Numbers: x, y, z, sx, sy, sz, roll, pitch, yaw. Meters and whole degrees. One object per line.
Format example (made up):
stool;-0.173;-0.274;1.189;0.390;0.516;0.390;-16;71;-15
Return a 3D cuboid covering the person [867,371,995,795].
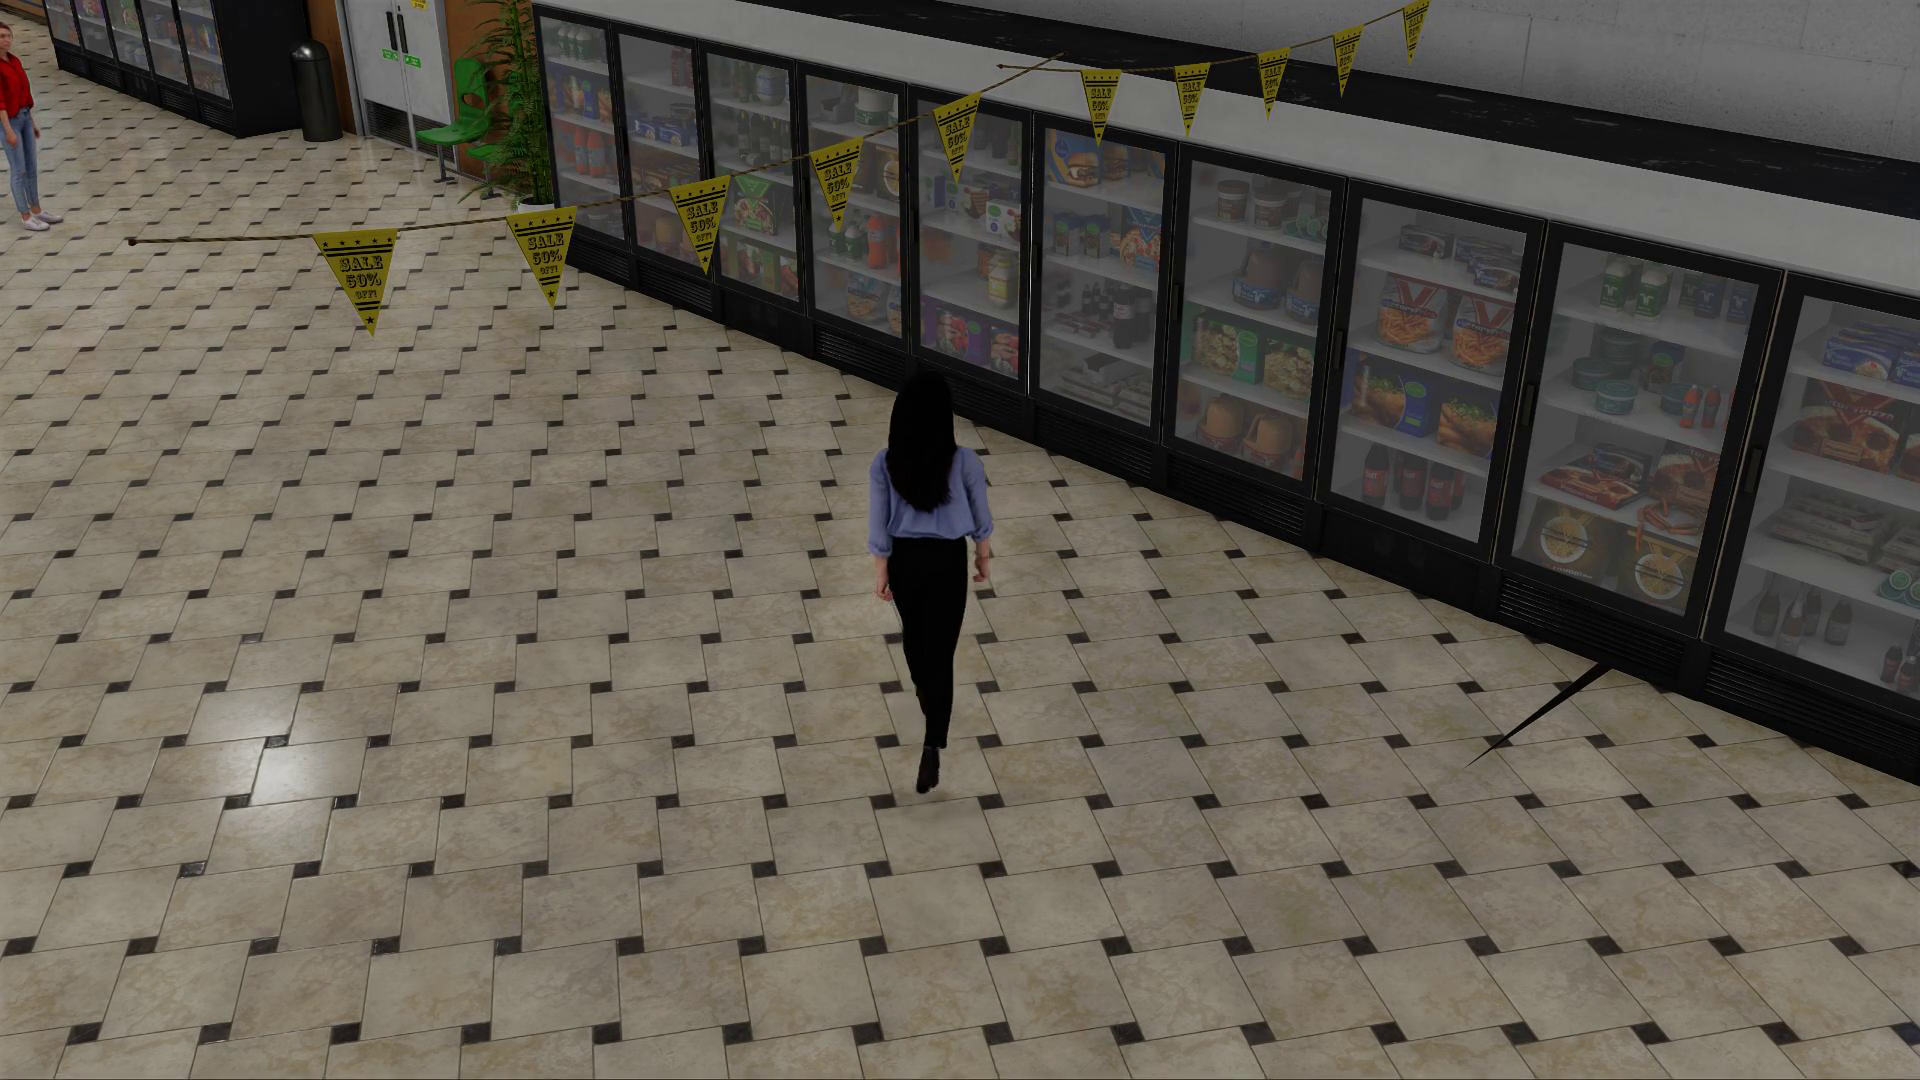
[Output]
person;-0.129;0.201;6.661;1.145;1.698;1.220;0;27;1

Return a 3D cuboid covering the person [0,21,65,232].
person;-7.876;-3.459;13.870;0.741;1.707;0.669;1;27;2
